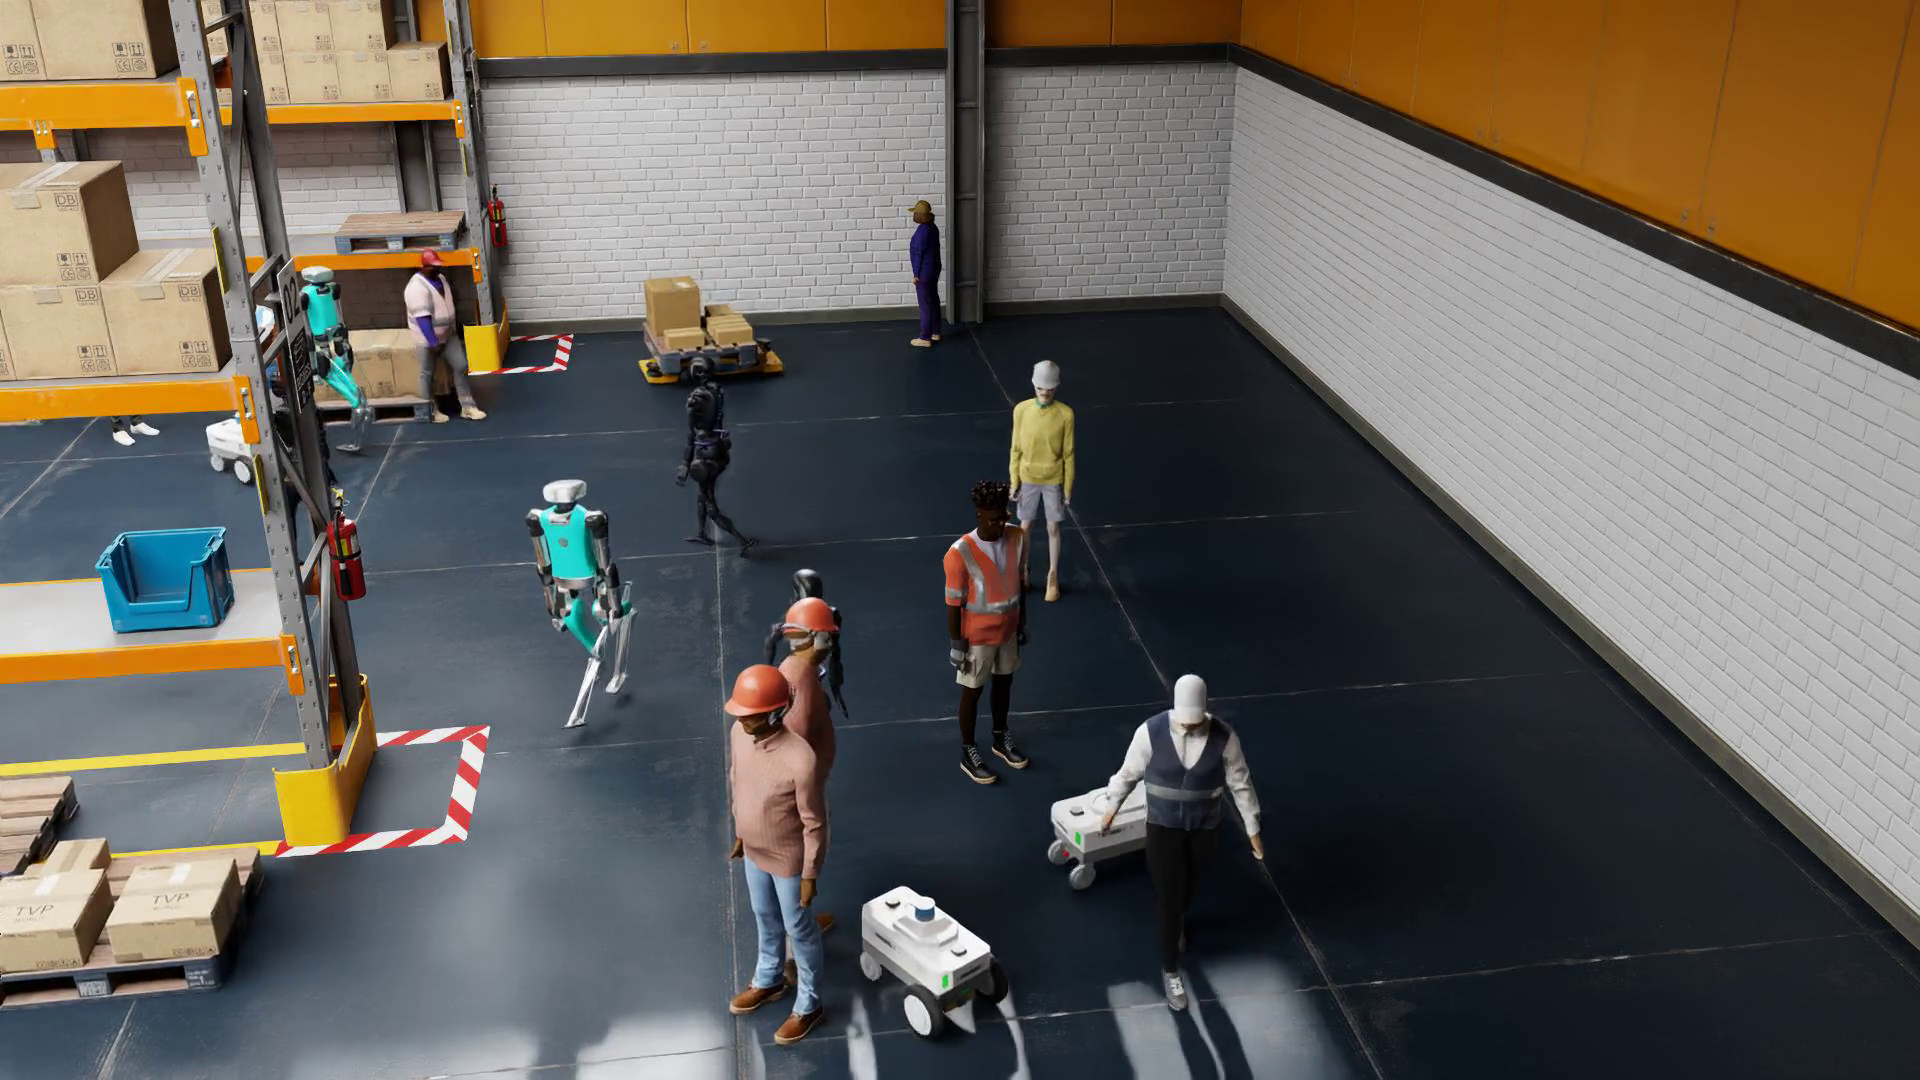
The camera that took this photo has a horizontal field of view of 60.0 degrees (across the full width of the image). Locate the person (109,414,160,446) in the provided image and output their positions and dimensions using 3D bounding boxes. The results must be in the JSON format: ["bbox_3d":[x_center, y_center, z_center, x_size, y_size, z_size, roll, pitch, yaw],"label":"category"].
[{"bbox_3d":[-7.890,-1.835,15.587,0.333,1.872,0.511,10,26,22],"label":"person"}]

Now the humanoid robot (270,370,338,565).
[{"bbox_3d":[-5.094,-0.517,12.885,0.762,1.637,0.613,14,27,29],"label":"humanoid robot"}]

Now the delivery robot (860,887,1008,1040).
[{"bbox_3d":[-0.163,2.065,8.320,0.499,0.582,0.762,-19,30,-37],"label":"delivery robot"}]

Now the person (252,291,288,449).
[{"bbox_3d":[-6.155,-1.381,14.604,0.623,1.834,0.431,0,24,1],"label":"person"}]

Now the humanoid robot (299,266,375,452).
[{"bbox_3d":[-5.606,-1.576,15.200,0.669,1.831,0.542,9,25,19],"label":"humanoid robot"}]

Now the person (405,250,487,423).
[{"bbox_3d":[-4.963,-1.939,15.998,0.743,1.724,0.592,11,26,24],"label":"person"}]

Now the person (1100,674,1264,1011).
[{"bbox_3d":[1.103,1.434,8.332,0.803,1.720,0.754,0,24,-1],"label":"person"}]

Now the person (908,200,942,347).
[{"bbox_3d":[-0.401,-2.970,18.483,0.361,1.619,0.453,9,25,20],"label":"person"}]

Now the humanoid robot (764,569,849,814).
[{"bbox_3d":[-0.938,0.920,9.557,0.599,1.646,0.363,-20,31,-38],"label":"humanoid robot"}]

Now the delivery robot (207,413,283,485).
[{"bbox_3d":[-6.423,-0.854,14.968,0.766,0.580,0.499,14,27,29],"label":"delivery robot"}]

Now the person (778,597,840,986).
[{"bbox_3d":[-0.792,1.262,8.450,0.388,1.936,0.792,0,24,0],"label":"person"}]

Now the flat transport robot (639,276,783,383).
[{"bbox_3d":[-2.664,-1.909,17.745,1.431,0.231,0.659,-8,25,-17],"label":"flat transport robot"}]

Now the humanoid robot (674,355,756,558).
[{"bbox_3d":[-1.944,-0.674,13.212,0.694,1.643,0.599,9,25,19],"label":"humanoid robot"}]

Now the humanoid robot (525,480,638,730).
[{"bbox_3d":[-2.383,0.361,10.768,0.563,1.734,1.051,5,24,11],"label":"humanoid robot"}]

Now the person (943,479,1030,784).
[{"bbox_3d":[0.174,0.541,10.071,0.605,1.961,0.379,-19,30,-36],"label":"person"}]

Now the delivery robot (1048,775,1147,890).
[{"bbox_3d":[0.884,1.604,9.377,0.785,0.587,0.499,-10,26,-22],"label":"delivery robot"}]

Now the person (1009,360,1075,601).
[{"bbox_3d":[0.613,-0.451,12.421,0.492,1.885,0.415,4,24,9],"label":"person"}]

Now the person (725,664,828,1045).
[{"bbox_3d":[-0.883,1.478,7.885,0.393,1.993,0.610,-21,32,-40],"label":"person"}]
